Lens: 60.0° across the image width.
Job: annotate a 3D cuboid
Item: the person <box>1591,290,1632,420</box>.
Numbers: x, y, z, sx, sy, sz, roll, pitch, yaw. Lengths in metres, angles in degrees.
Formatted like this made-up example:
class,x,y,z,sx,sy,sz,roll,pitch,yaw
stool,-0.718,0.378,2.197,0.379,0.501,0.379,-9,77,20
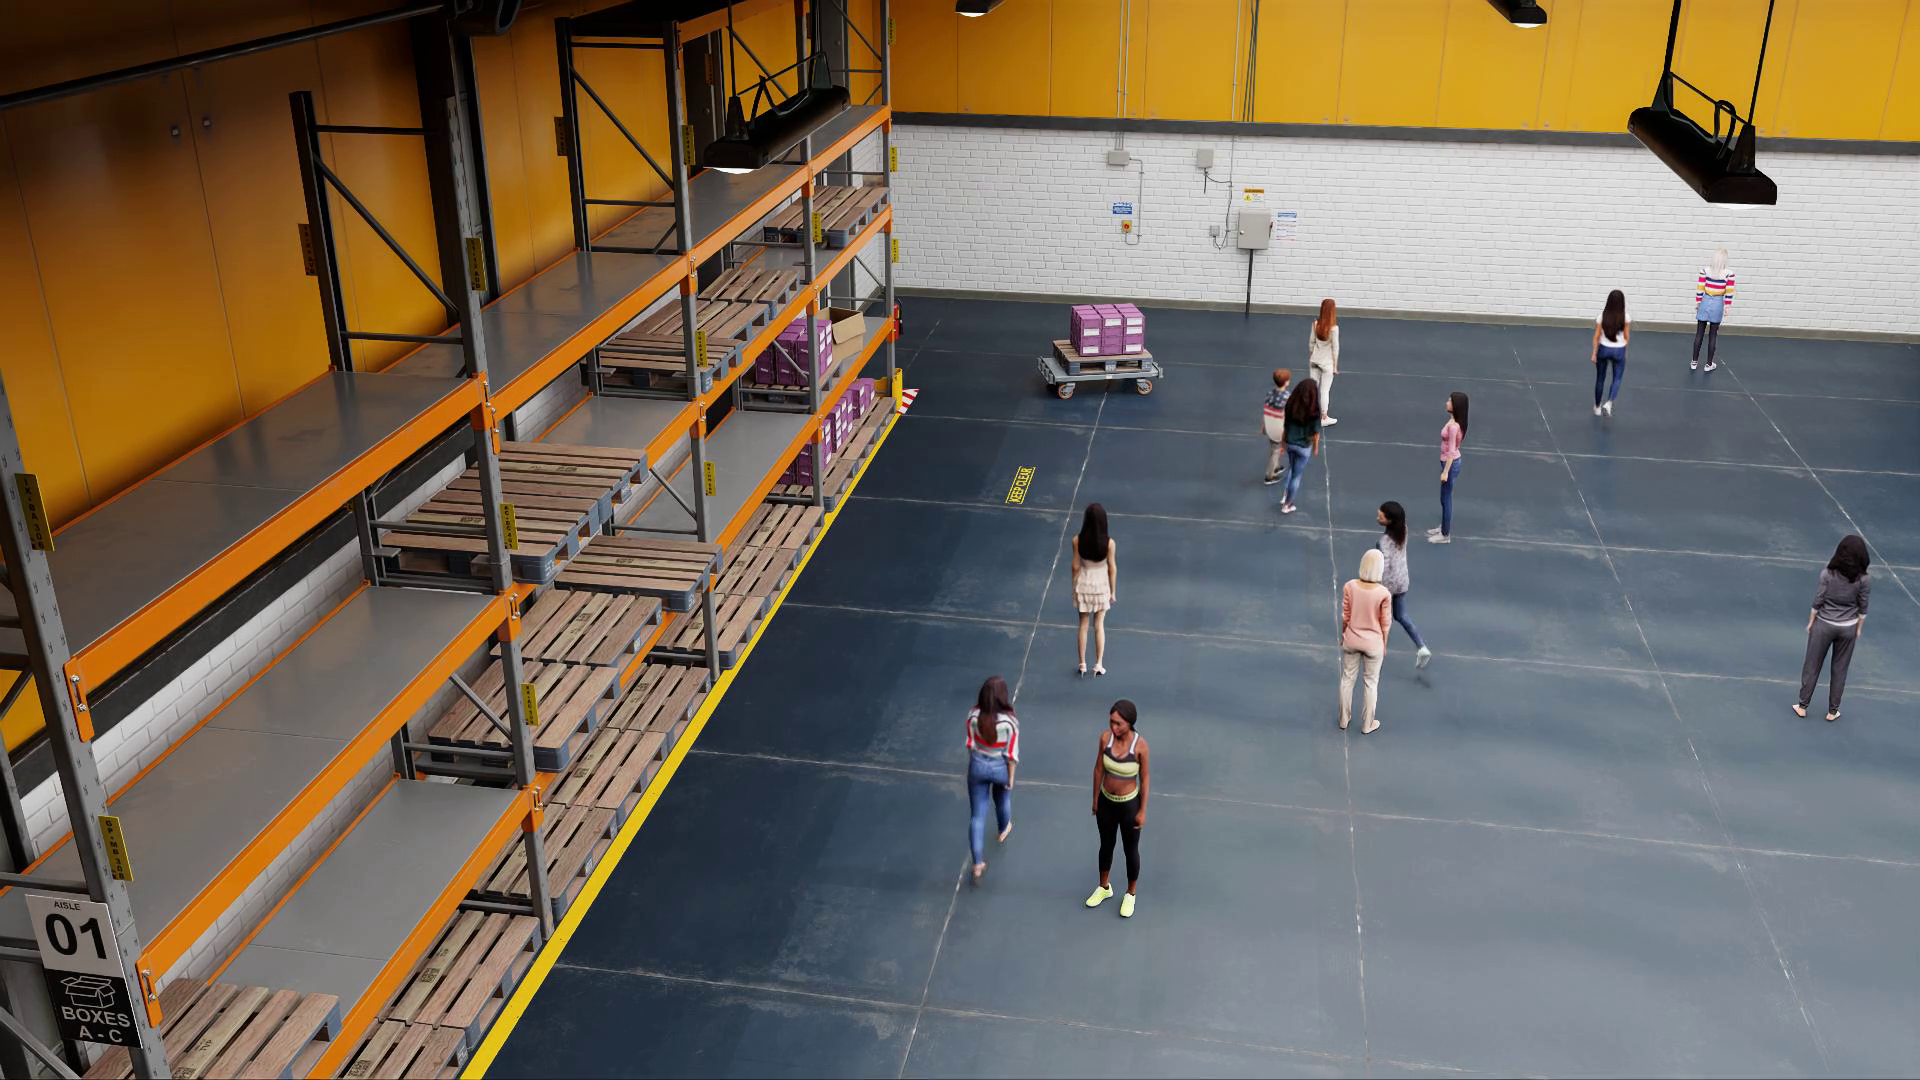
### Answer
class,x,y,z,sx,sy,sz,roll,pitch,yaw
person,8.685,-2.446,22.166,0.757,1.762,0.971,10,25,21

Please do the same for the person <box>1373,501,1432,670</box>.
class,x,y,z,sx,sy,sz,roll,pitch,yaw
person,4.107,0.452,15.618,1.074,1.697,1.103,-16,28,-32

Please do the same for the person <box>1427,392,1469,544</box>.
class,x,y,z,sx,sy,sz,roll,pitch,yaw
person,5.430,-0.817,18.465,0.665,1.742,0.483,7,25,16

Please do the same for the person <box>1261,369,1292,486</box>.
class,x,y,z,sx,sy,sz,roll,pitch,yaw
person,3.788,-1.360,20.106,0.829,1.423,0.753,-19,30,-37

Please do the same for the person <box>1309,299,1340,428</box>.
class,x,y,z,sx,sy,sz,roll,pitch,yaw
person,4.792,-2.349,22.021,0.732,1.700,0.690,-20,31,-38

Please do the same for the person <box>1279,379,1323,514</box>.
class,x,y,z,sx,sy,sz,roll,pitch,yaw
person,3.873,-1.051,19.178,0.706,1.600,0.745,17,29,33

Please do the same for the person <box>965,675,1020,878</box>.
class,x,y,z,sx,sy,sz,roll,pitch,yaw
person,0.206,1.808,12.665,0.598,1.577,1.048,5,24,12

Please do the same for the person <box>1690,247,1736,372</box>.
class,x,y,z,sx,sy,sz,roll,pitch,yaw
person,10.950,-3.378,24.241,0.720,1.808,0.686,16,28,33

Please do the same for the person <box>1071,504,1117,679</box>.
class,x,y,z,sx,sy,sz,roll,pitch,yaw
person,1.232,0.479,15.503,0.578,1.739,0.527,5,24,12

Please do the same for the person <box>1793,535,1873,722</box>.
class,x,y,z,sx,sy,sz,roll,pitch,yaw
person,7.774,0.782,14.779,0.631,1.765,0.577,9,25,20

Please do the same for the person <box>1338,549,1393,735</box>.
class,x,y,z,sx,sy,sz,roll,pitch,yaw
person,3.542,0.881,14.602,0.663,1.725,0.636,13,27,28

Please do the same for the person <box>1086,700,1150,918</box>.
class,x,y,z,sx,sy,sz,roll,pitch,yaw
person,1.178,1.935,12.154,0.622,1.753,0.601,12,26,25
